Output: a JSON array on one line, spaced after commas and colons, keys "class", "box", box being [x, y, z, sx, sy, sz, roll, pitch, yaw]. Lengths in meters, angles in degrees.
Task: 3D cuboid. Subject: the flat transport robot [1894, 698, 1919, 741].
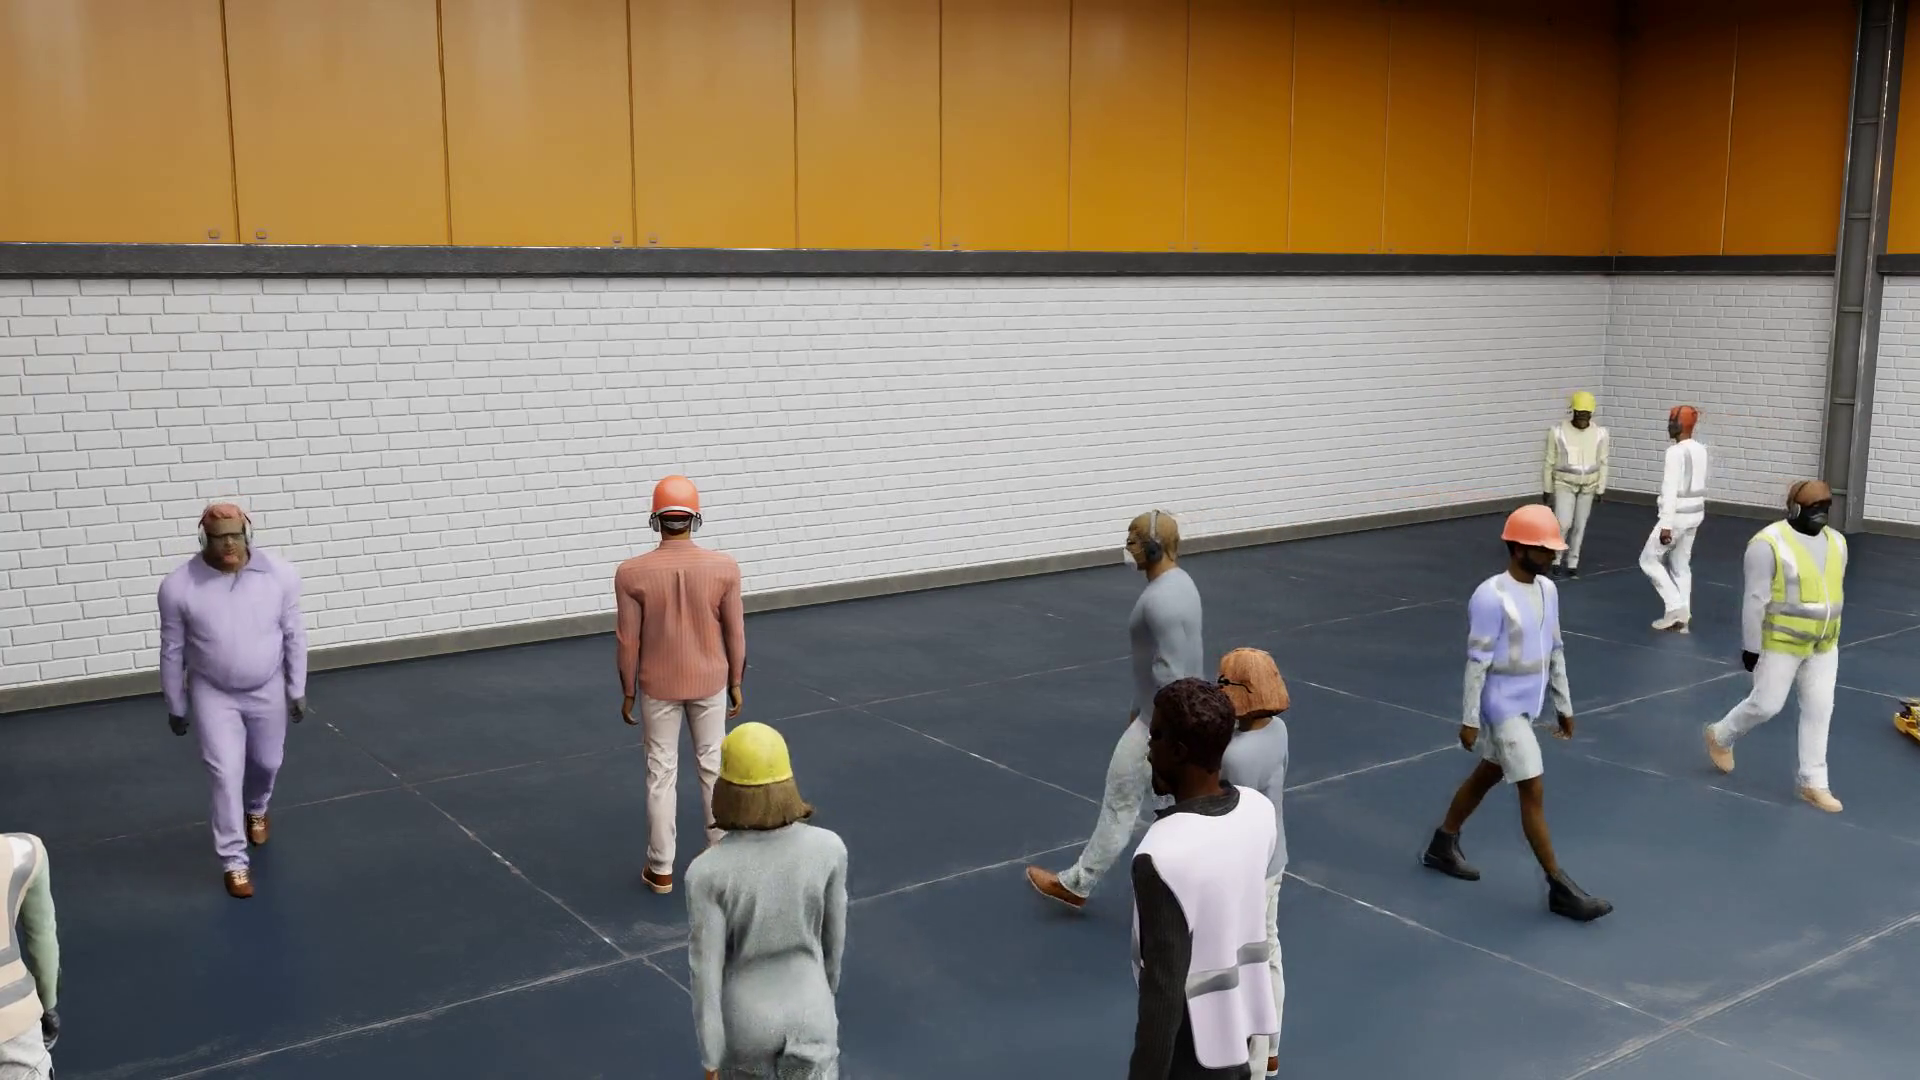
[{"class": "flat transport robot", "box": [6.173, 1.216, 9.928, 0.652, 0.197, 1.431, 2, 9, 12]}]

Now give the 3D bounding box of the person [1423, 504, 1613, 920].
[{"class": "person", "box": [2.617, 0.762, 7.782, 0.566, 1.882, 1.017, -8, 12, -41]}]

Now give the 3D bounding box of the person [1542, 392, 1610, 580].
[{"class": "person", "box": [5.864, -0.507, 15.814, 0.590, 1.810, 0.470, 0, 9, 2]}]

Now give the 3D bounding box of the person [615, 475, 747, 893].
[{"class": "person", "box": [-1.321, 0.684, 7.904, 0.612, 1.995, 0.376, -3, 10, -18]}]

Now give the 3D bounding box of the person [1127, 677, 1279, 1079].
[{"class": "person", "box": [0.616, 1.301, 4.338, 0.389, 1.919, 0.592, 6, 11, 33]}]

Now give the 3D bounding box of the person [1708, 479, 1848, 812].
[{"class": "person", "box": [4.624, 0.547, 9.323, 0.633, 1.820, 0.797, -2, 10, -15]}]

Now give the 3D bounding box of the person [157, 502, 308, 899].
[{"class": "person", "box": [-3.539, 0.716, 8.107, 0.647, 1.875, 0.862, -6, 11, -34]}]

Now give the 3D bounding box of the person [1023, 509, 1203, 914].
[{"class": "person", "box": [0.813, 0.800, 7.509, 1.012, 1.884, 0.659, 3, 10, 15]}]

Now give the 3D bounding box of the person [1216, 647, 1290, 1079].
[{"class": "person", "box": [1.015, 1.186, 5.923, 0.280, 1.634, 0.498, 4, 10, 25]}]

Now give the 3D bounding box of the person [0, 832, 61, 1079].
[{"class": "person", "box": [-2.775, 1.391, 4.649, 0.315, 1.636, 0.515, 8, 12, 40]}]

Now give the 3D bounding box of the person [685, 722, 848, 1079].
[{"class": "person", "box": [-0.546, 1.350, 4.740, 0.489, 1.694, 0.913, -4, 10, -21]}]

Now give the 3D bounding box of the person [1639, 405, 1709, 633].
[{"class": "person", "box": [5.809, -0.165, 13.526, 0.599, 1.867, 0.426, -8, 12, -40]}]
